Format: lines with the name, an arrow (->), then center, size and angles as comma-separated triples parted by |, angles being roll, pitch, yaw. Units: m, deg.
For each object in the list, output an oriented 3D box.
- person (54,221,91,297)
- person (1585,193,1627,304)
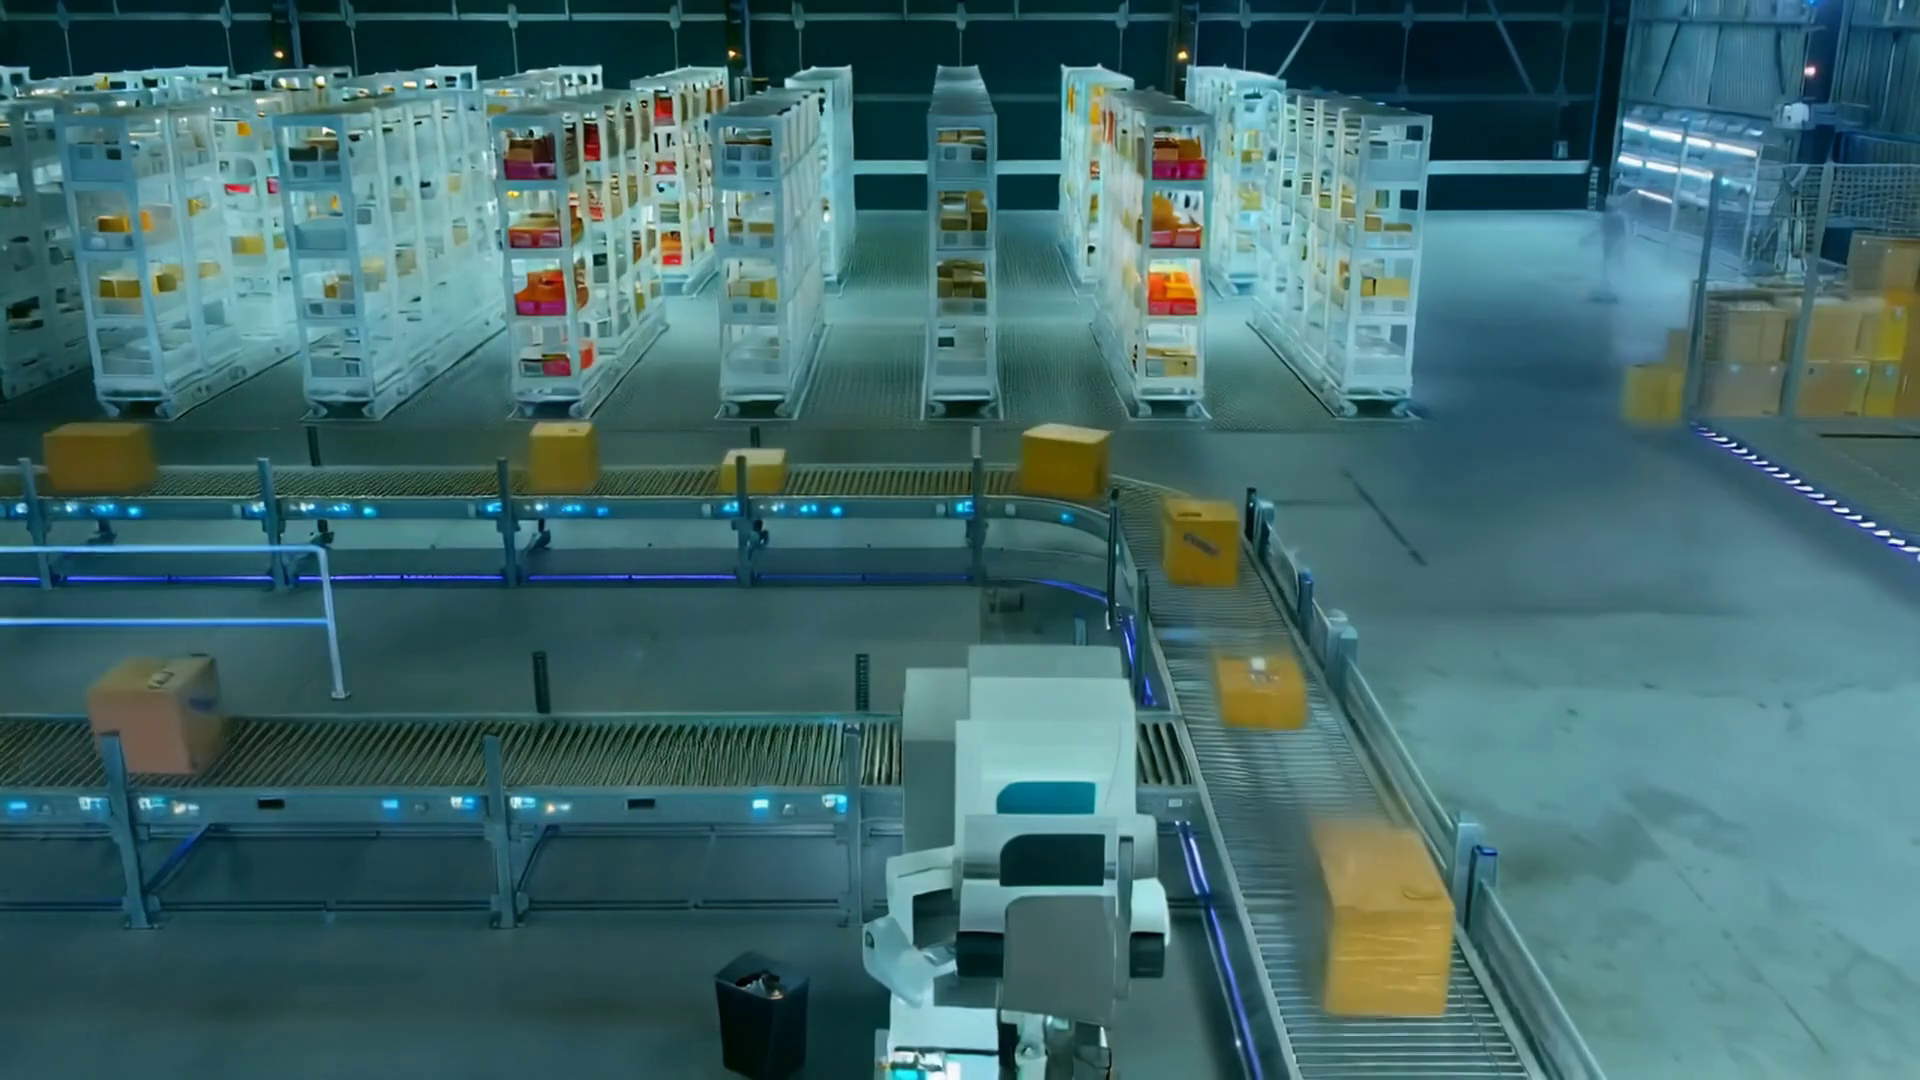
person -> -13.896, -4.439, 26.166 | 0.405, 1.943, 0.615 | 10, 20, 28
person -> 10.703, -4.820, 27.538 | 0.854, 1.808, 0.599 | -2, 18, -7
